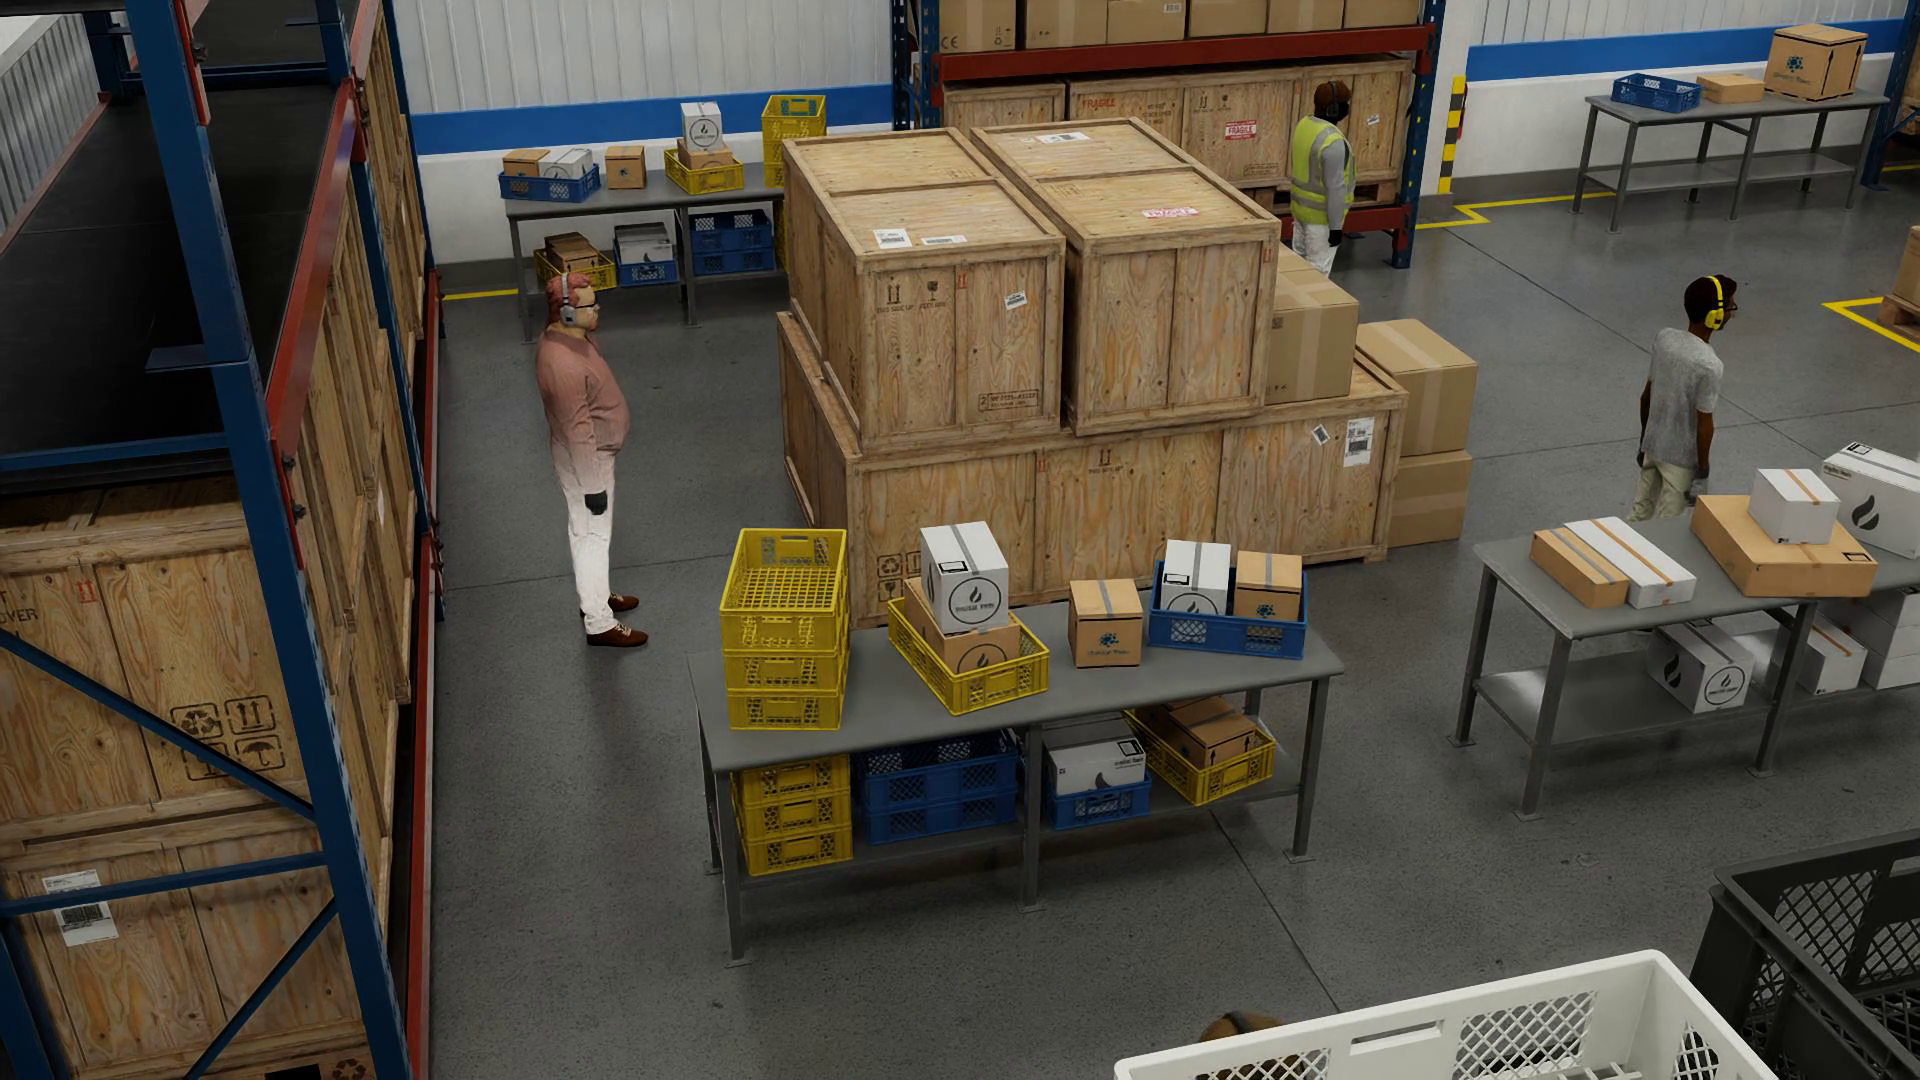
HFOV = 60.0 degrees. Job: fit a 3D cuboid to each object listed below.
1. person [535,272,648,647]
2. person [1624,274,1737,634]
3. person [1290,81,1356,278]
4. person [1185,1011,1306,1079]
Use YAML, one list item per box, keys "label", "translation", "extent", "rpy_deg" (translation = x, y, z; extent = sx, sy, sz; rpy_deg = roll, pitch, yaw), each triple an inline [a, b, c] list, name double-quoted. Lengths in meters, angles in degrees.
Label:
- label: "person"
  translation: [-1.799, -0.388, 8.110]
  extent: [0.410, 1.909, 0.643]
  rpy_deg: [-8, 30, -13]
- label: "person"
  translation: [3.521, -0.411, 8.189]
  extent: [0.328, 1.872, 0.513]
  rpy_deg: [-8, 30, -13]
- label: "person"
  translation: [2.510, -2.269, 11.590]
  extent: [0.429, 1.844, 0.627]
  rpy_deg: [-8, 30, -13]
- label: "person"
  translation: [0.610, 1.874, 3.971]
  extent: [0.372, 1.940, 0.632]
  rpy_deg: [-8, 30, -13]
